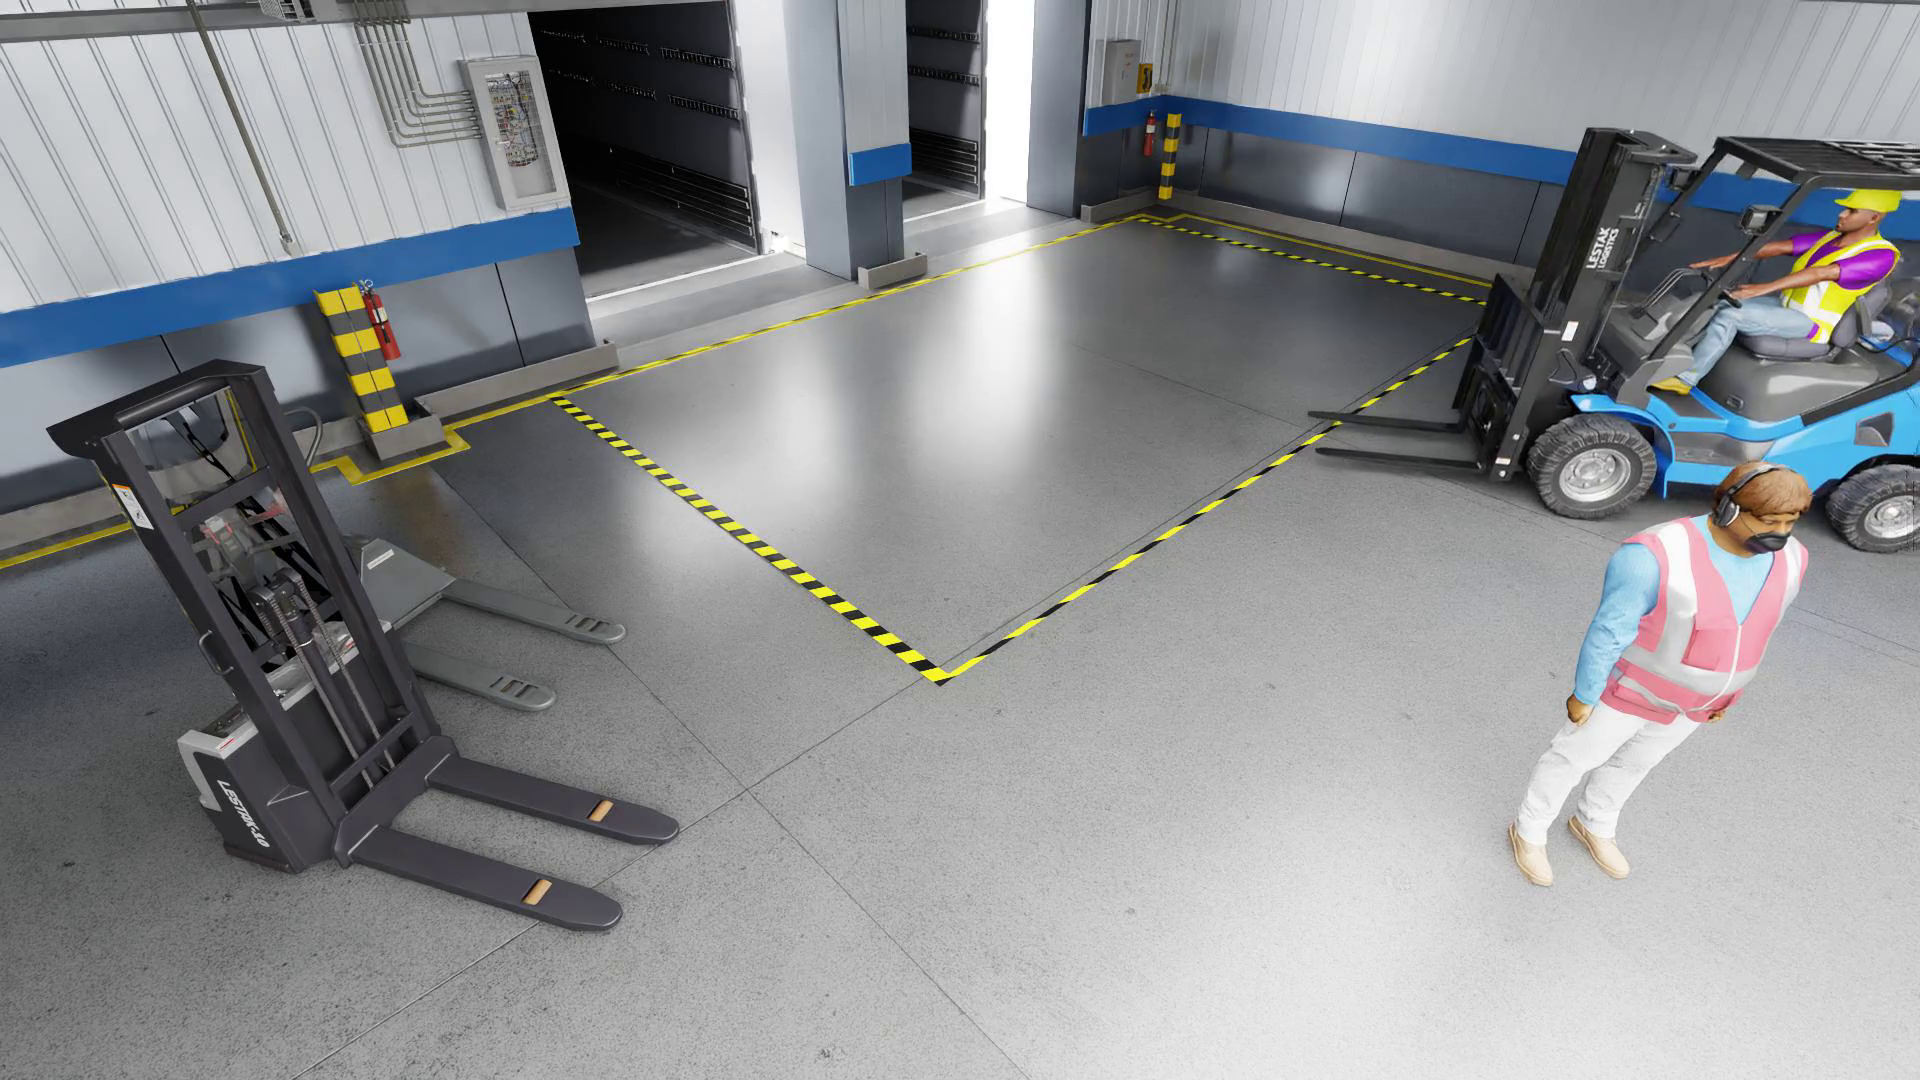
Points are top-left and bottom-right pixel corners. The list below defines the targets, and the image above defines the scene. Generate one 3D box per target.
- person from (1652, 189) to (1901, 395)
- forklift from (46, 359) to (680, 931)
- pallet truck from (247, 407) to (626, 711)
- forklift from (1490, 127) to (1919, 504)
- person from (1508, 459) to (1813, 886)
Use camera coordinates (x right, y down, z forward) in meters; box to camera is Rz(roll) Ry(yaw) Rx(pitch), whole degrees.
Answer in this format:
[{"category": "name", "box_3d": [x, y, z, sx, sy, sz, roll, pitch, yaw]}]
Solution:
[{"category": "person", "box_3d": [4.823, -1.511, 5.547, 1.004, 1.294, 0.635, 7, 35, 10]}, {"category": "forklift", "box_3d": [-2.135, 0.422, 3.354, 1.885, 1.965, 0.823, 10, 35, 14]}, {"category": "pallet truck", "box_3d": [-2.628, 0.038, 4.590, 1.601, 1.201, 0.680, 12, 36, 18]}, {"category": "forklift", "box_3d": [4.880, -1.345, 5.636, 2.680, 2.036, 1.157, 7, 35, 10]}, {"category": "person", "box_3d": [2.514, 0.541, 3.317, 0.626, 1.844, 0.429, -3, 34, -4]}]
